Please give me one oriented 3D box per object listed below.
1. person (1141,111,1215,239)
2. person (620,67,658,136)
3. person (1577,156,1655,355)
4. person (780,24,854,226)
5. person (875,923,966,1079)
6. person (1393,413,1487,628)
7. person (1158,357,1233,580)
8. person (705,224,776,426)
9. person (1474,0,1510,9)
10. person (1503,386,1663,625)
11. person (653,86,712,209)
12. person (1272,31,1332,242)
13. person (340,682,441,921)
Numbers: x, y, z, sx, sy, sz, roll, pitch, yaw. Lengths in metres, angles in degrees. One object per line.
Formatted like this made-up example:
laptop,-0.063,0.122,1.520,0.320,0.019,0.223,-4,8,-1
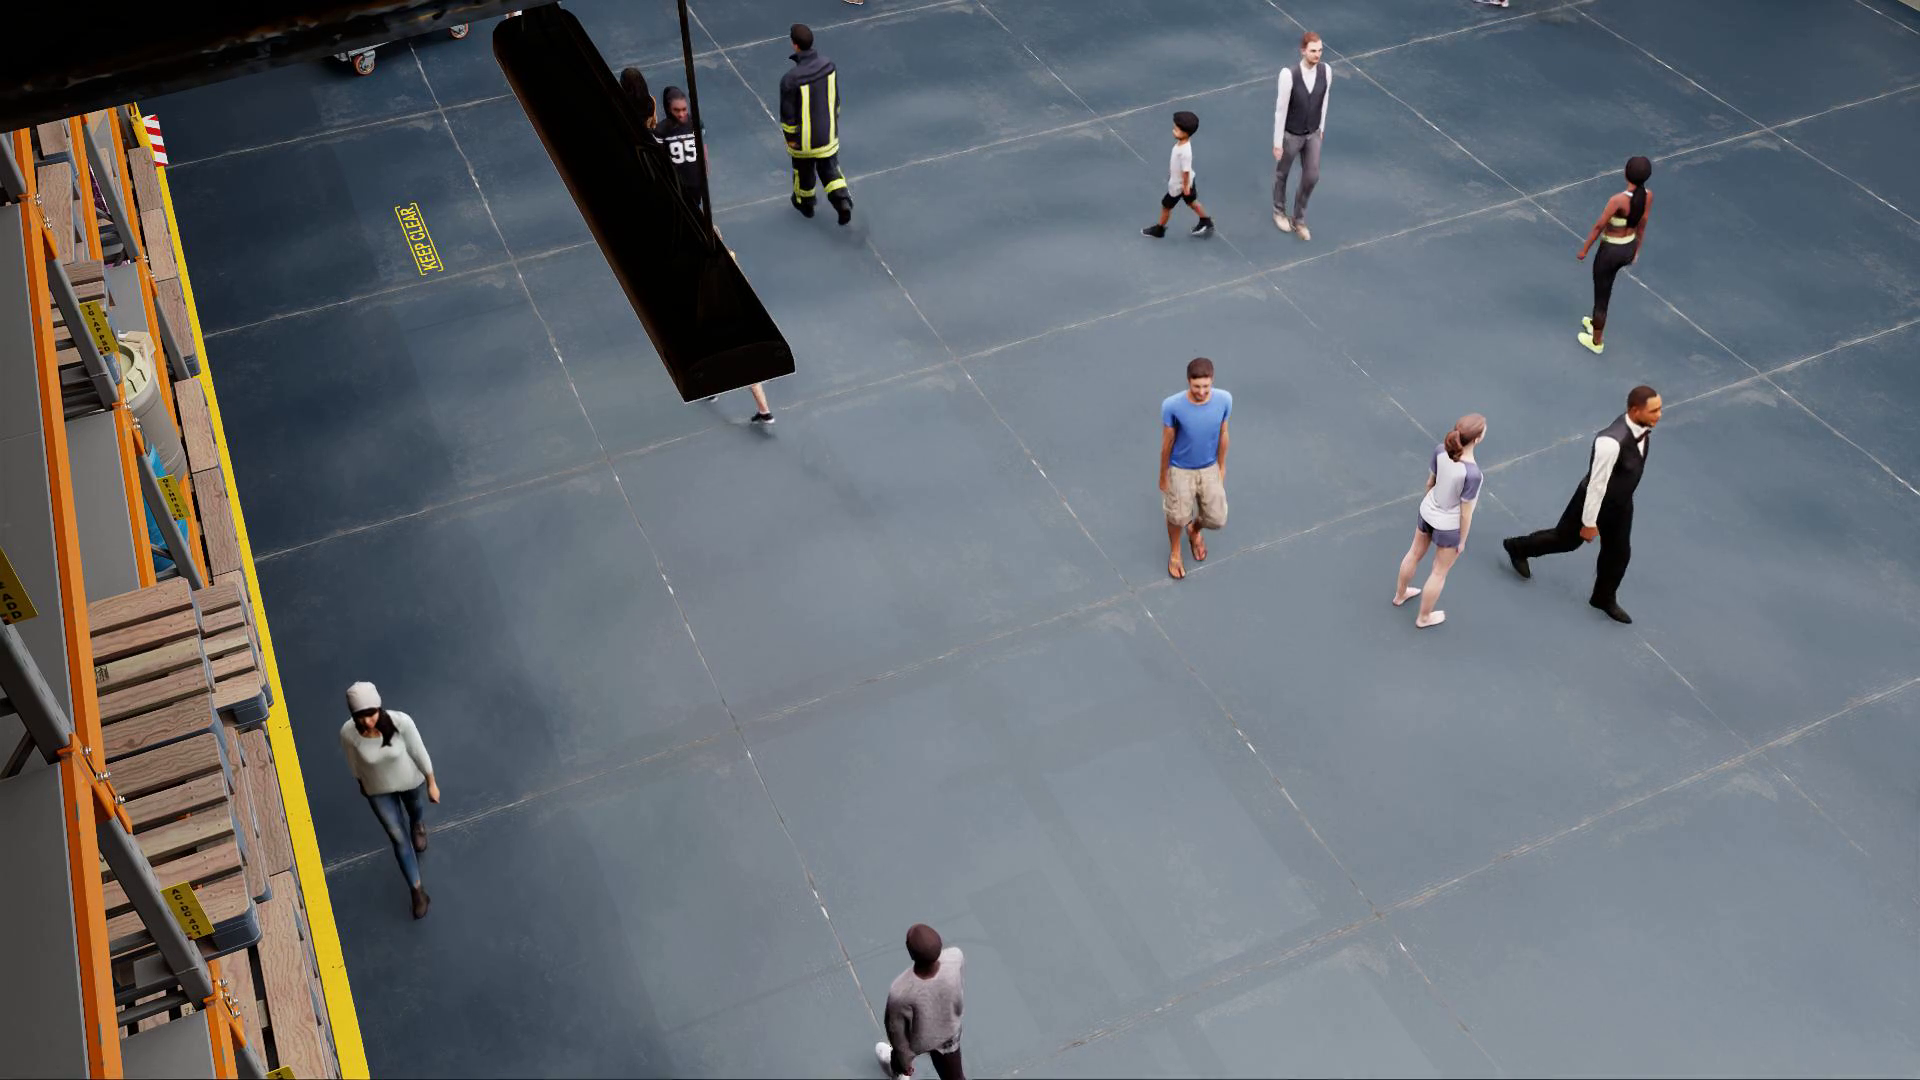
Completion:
person,2.044,-3.236,14.816,0.814,1.240,0.886,3,44,3
person,-2.765,-3.376,14.677,0.649,1.636,0.675,-23,48,-23
person,5.325,-2.240,13.411,0.601,1.738,0.672,-15,46,-15
person,-1.263,-3.641,14.758,0.908,1.907,1.132,-28,50,-26
person,-0.098,2.551,8.389,0.747,1.728,1.209,-25,49,-24
person,3.243,-0.139,11.187,0.641,1.763,0.503,-23,48,-22
person,1.602,-0.576,11.578,0.776,1.857,0.792,-4,44,-4
person,-1.760,-1.610,12.741,1.245,1.748,0.966,30,51,28
person,6.037,-6.555,18.039,0.861,1.601,0.758,30,51,27
person,4.266,-0.319,11.286,0.969,1.886,1.340,-32,52,-29
person,-2.400,-3.143,14.372,0.603,1.719,0.622,-19,47,-19
person,2.967,-3.654,14.759,0.762,1.926,0.820,-9,44,-10
person,-3.308,1.356,9.733,0.656,1.604,1.077,-14,45,-14
